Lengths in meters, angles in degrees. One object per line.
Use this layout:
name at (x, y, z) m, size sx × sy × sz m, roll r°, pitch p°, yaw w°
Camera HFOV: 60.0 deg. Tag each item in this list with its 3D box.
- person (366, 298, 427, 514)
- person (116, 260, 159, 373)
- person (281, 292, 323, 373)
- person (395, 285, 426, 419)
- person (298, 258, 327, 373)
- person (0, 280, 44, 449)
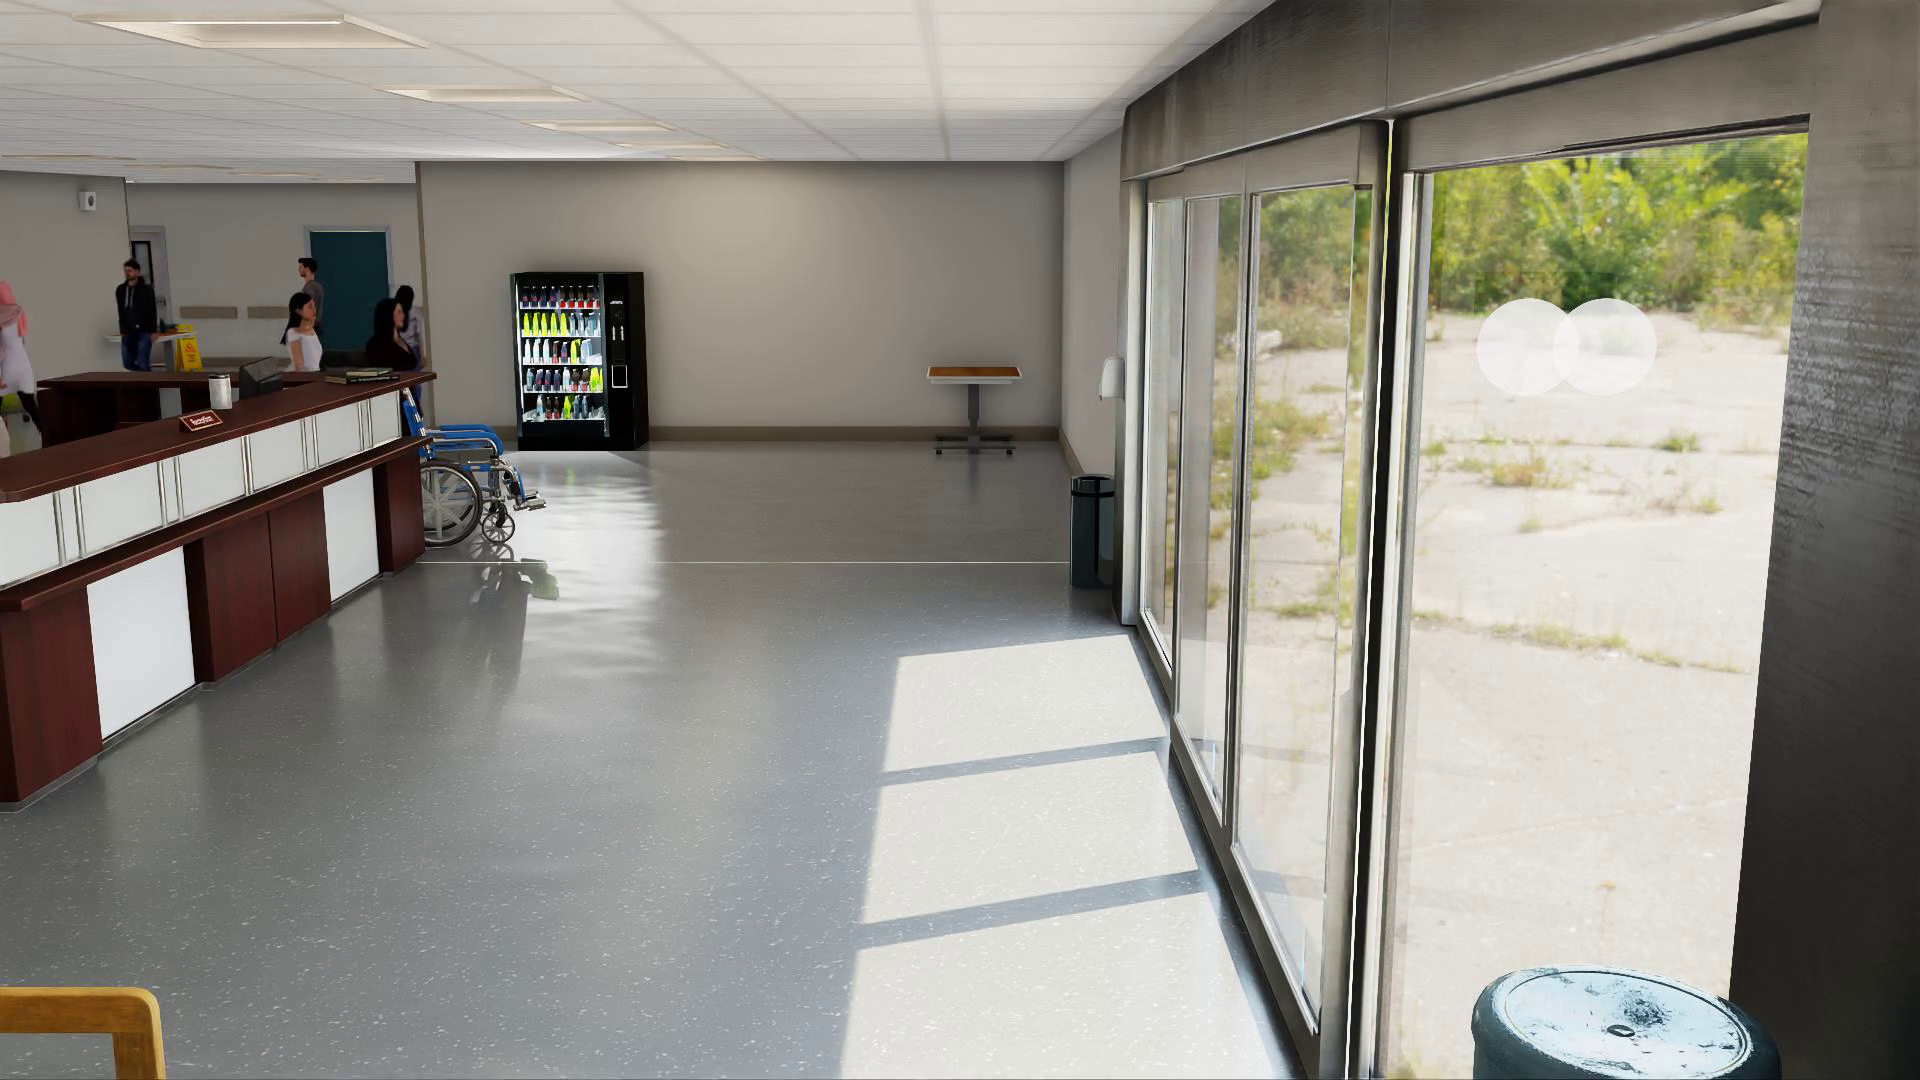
person at (-4.598, -1.034, 13.266) m, size 0.829 × 1.737 × 0.672 m, roll 0°, pitch 11°, yaw 2°
person at (-10.617, -2.685, 21.596) m, size 0.731 × 1.874 × 0.767 m, roll 1°, pitch 11°, yaw 4°
person at (-5.607, -1.184, 13.997) m, size 0.758 × 1.760 × 0.671 m, roll 2°, pitch 11°, yaw 11°
person at (-6.575, -2.182, 19.663) m, size 0.900 × 1.606 × 0.759 m, roll 1°, pitch 11°, yaw 7°
person at (-8.493, -2.749, 21.852) m, size 0.678 × 1.905 × 0.743 m, roll -3°, pitch 11°, yaw -15°
person at (-9.266, -1.634, 16.376) m, size 1.294 × 1.755 × 1.008 m, roll 5°, pitch 12°, yaw 25°
